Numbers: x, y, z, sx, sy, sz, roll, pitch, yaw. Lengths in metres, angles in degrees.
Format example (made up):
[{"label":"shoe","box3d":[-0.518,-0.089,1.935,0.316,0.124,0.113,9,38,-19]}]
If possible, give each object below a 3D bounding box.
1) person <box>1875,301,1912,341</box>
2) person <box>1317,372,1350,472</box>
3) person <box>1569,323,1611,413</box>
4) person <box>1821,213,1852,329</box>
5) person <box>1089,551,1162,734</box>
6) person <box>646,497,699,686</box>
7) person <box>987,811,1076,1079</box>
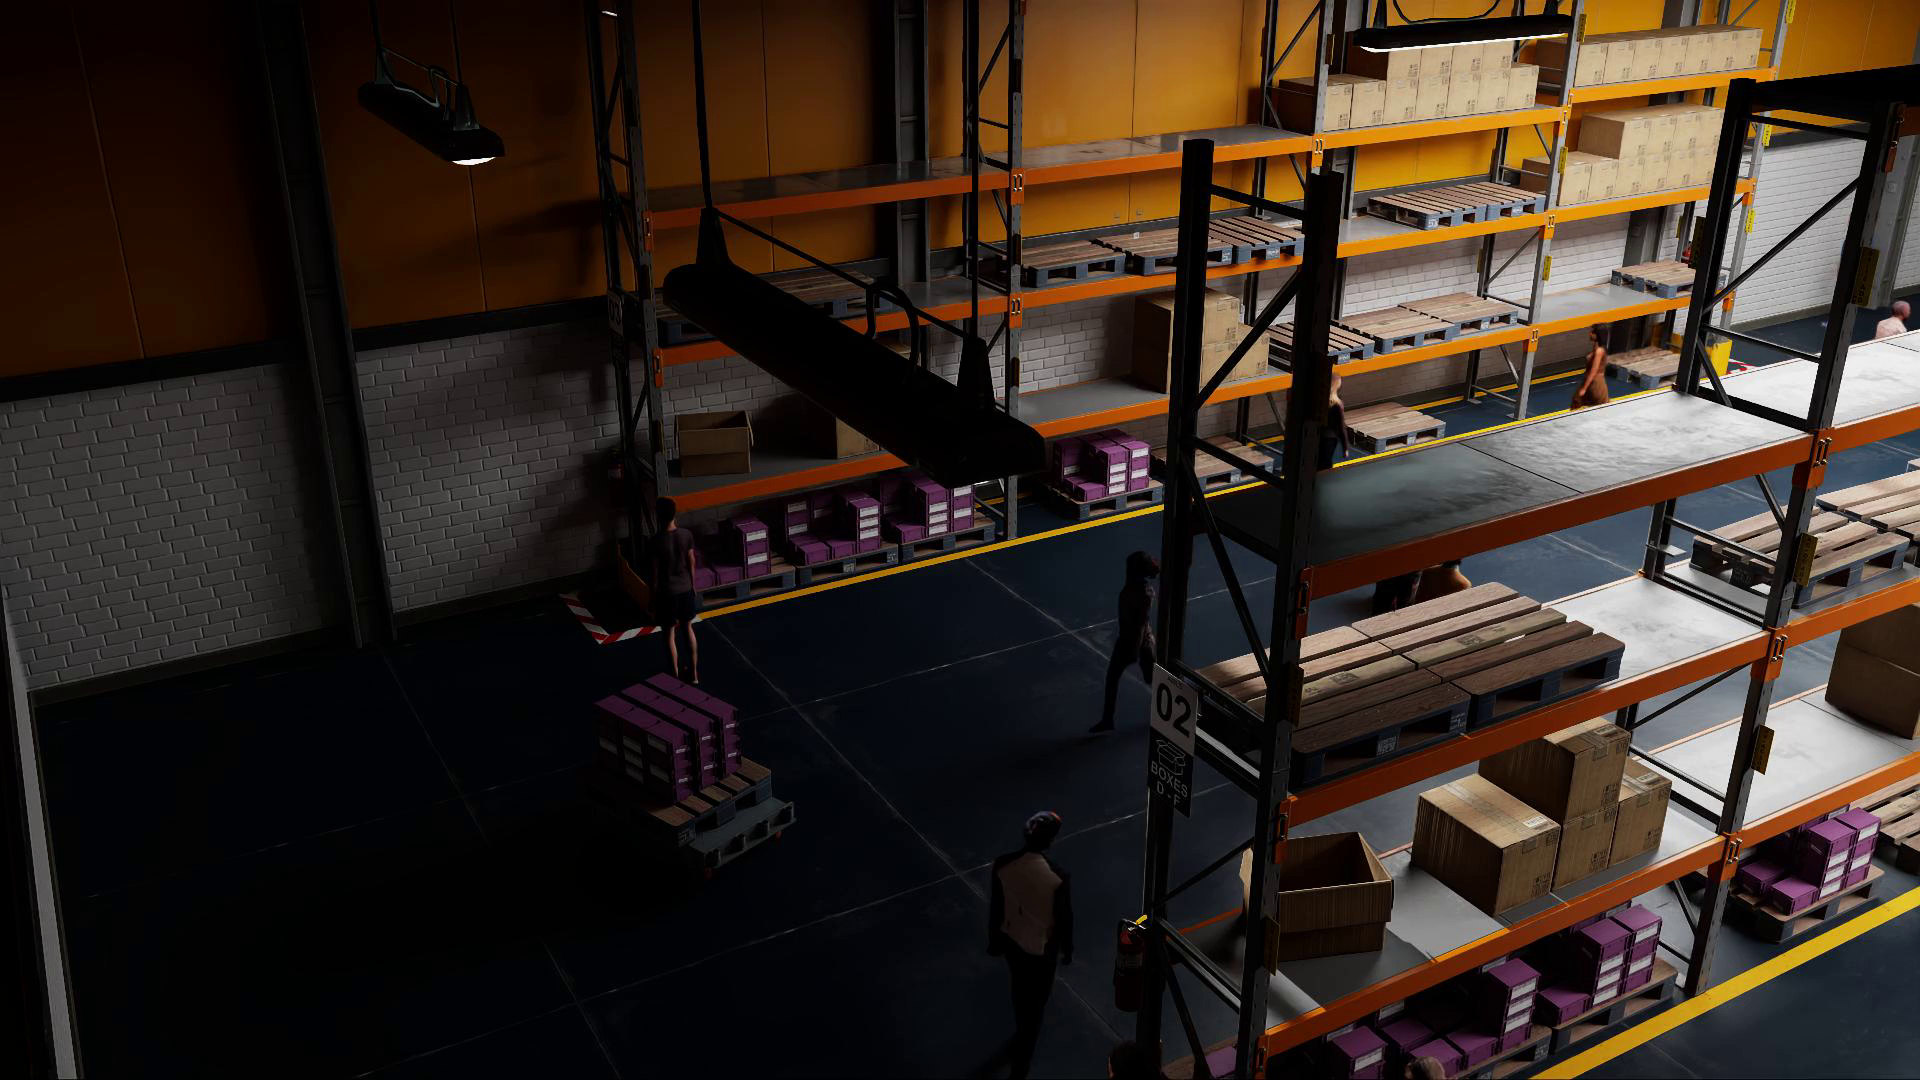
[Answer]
[{"label":"person","box3d":[11.721,-2.159,21.266,1.209,1.772,0.978,-3,24,-8]},{"label":"person","box3d":[4.082,-1.052,18.877,1.109,1.659,0.659,-15,28,-30]},{"label":"person","box3d":[7.982,-1.853,20.732,1.119,1.640,0.981,4,24,9]},{"label":"person","box3d":[13.746,-4.157,25.721,0.758,1.865,0.694,7,25,15]},{"label":"person","box3d":[1.615,0.895,14.397,1.142,1.678,0.599,-11,26,-24]},{"label":"person","box3d":[-2.606,0.489,15.110,0.561,1.852,0.757,-20,30,-38]},{"label":"person","box3d":[0.410,2.579,10.325,1.161,1.855,1.269,8,25,17]}]
